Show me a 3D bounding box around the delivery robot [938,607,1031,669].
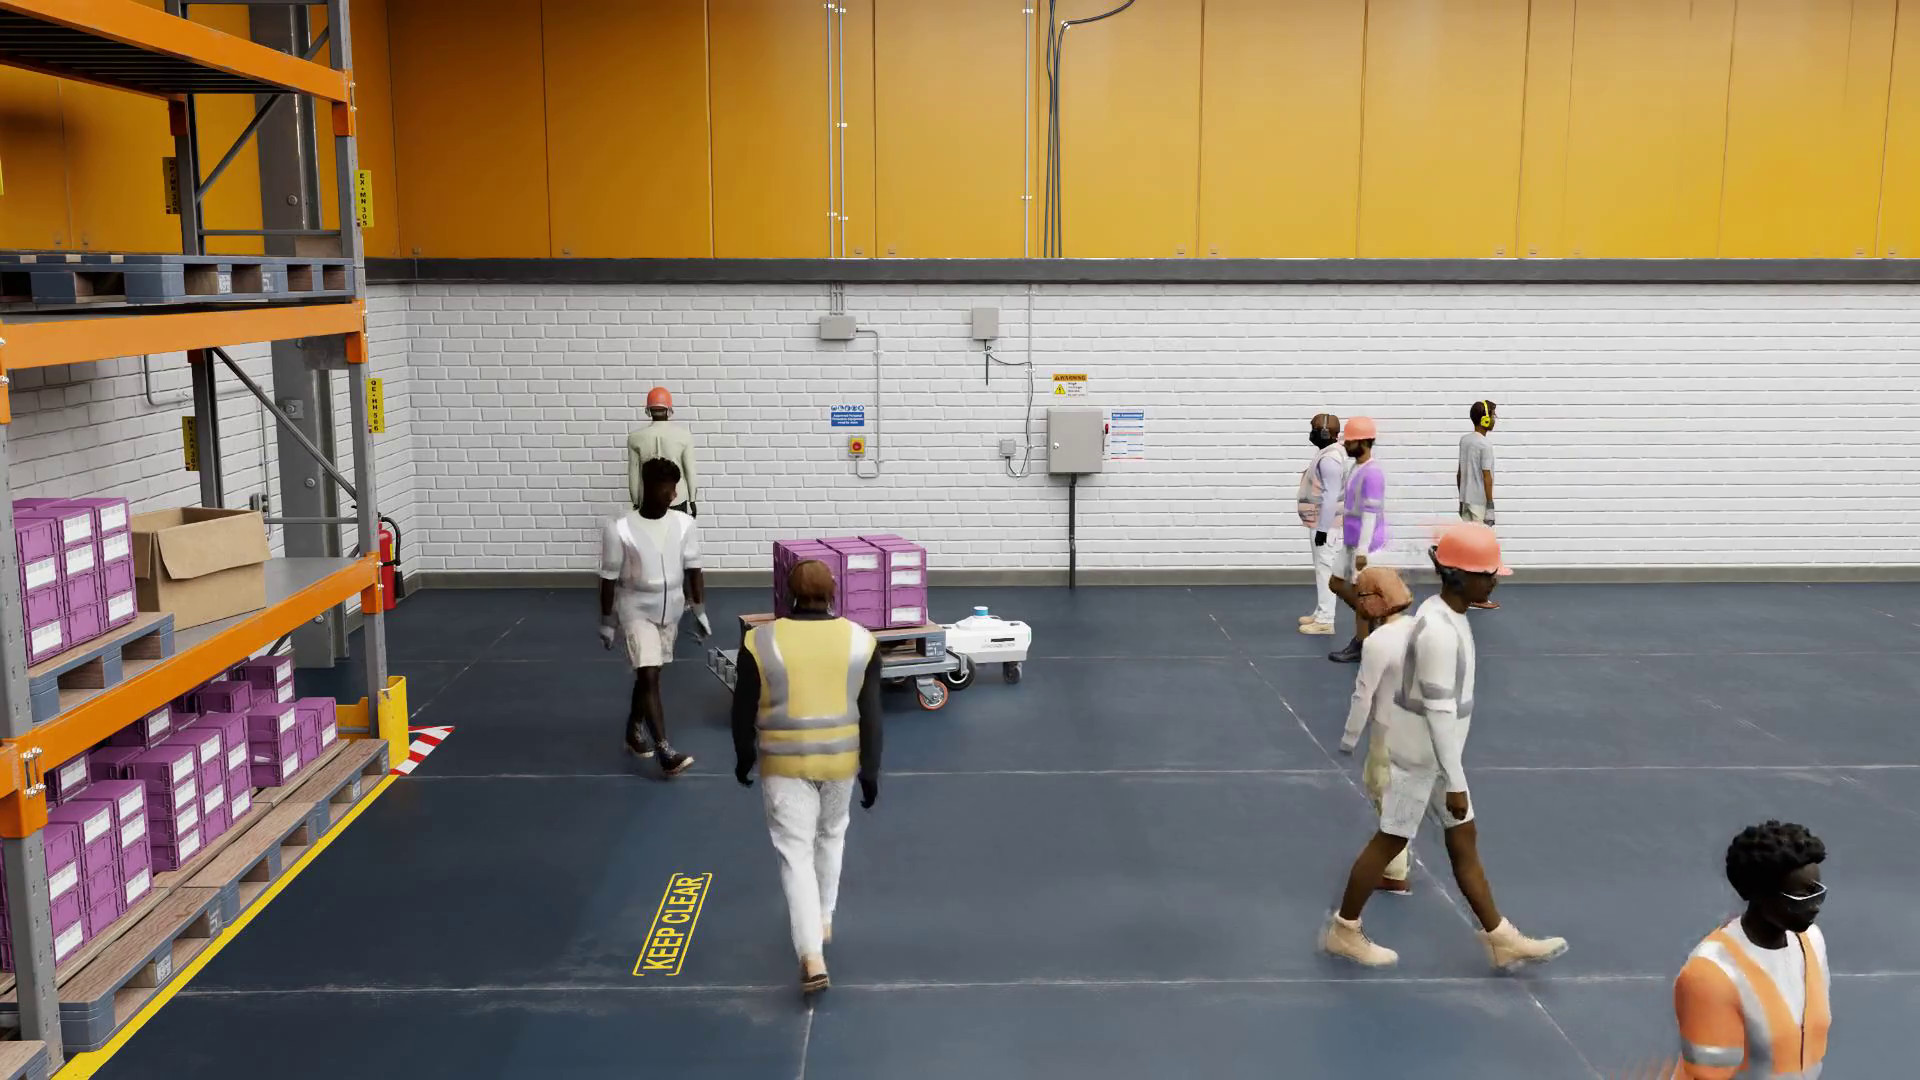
[{"bbox_3d":[0.156,0.732,12.193,0.707,0.478,0.477,-2,9,-13],"label":"delivery robot"}]

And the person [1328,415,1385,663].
[{"bbox_3d":[3.052,0.004,12.749,0.412,1.923,0.569,0,9,-3],"label":"person"}]

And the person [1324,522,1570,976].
[{"bbox_3d":[2.067,0.906,7.049,1.051,1.981,0.621,4,10,22],"label":"person"}]

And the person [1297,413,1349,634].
[{"bbox_3d":[3.023,-0.139,13.885,0.429,1.843,0.633,2,10,13],"label":"person"}]

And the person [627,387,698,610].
[{"bbox_3d":[-2.629,-0.359,14.762,0.610,1.997,0.375,-1,9,-4],"label":"person"}]

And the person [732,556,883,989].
[{"bbox_3d":[-0.644,0.977,7.174,0.621,1.809,0.905,-3,10,-18],"label":"person"}]

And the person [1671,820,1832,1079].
[{"bbox_3d":[2.027,1.522,4.180,0.543,1.675,0.590,-5,11,-28],"label":"person"}]

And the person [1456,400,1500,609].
[{"bbox_3d":[4.644,-0.319,14.905,0.322,1.871,0.531,-2,10,-14],"label":"person"}]

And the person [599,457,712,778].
[{"bbox_3d":[-1.820,0.454,10.045,0.614,1.895,1.050,-7,12,-38],"label":"person"}]

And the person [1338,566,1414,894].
[{"bbox_3d":[2.041,0.922,8.079,0.418,1.616,0.518,6,11,34],"label":"person"}]
